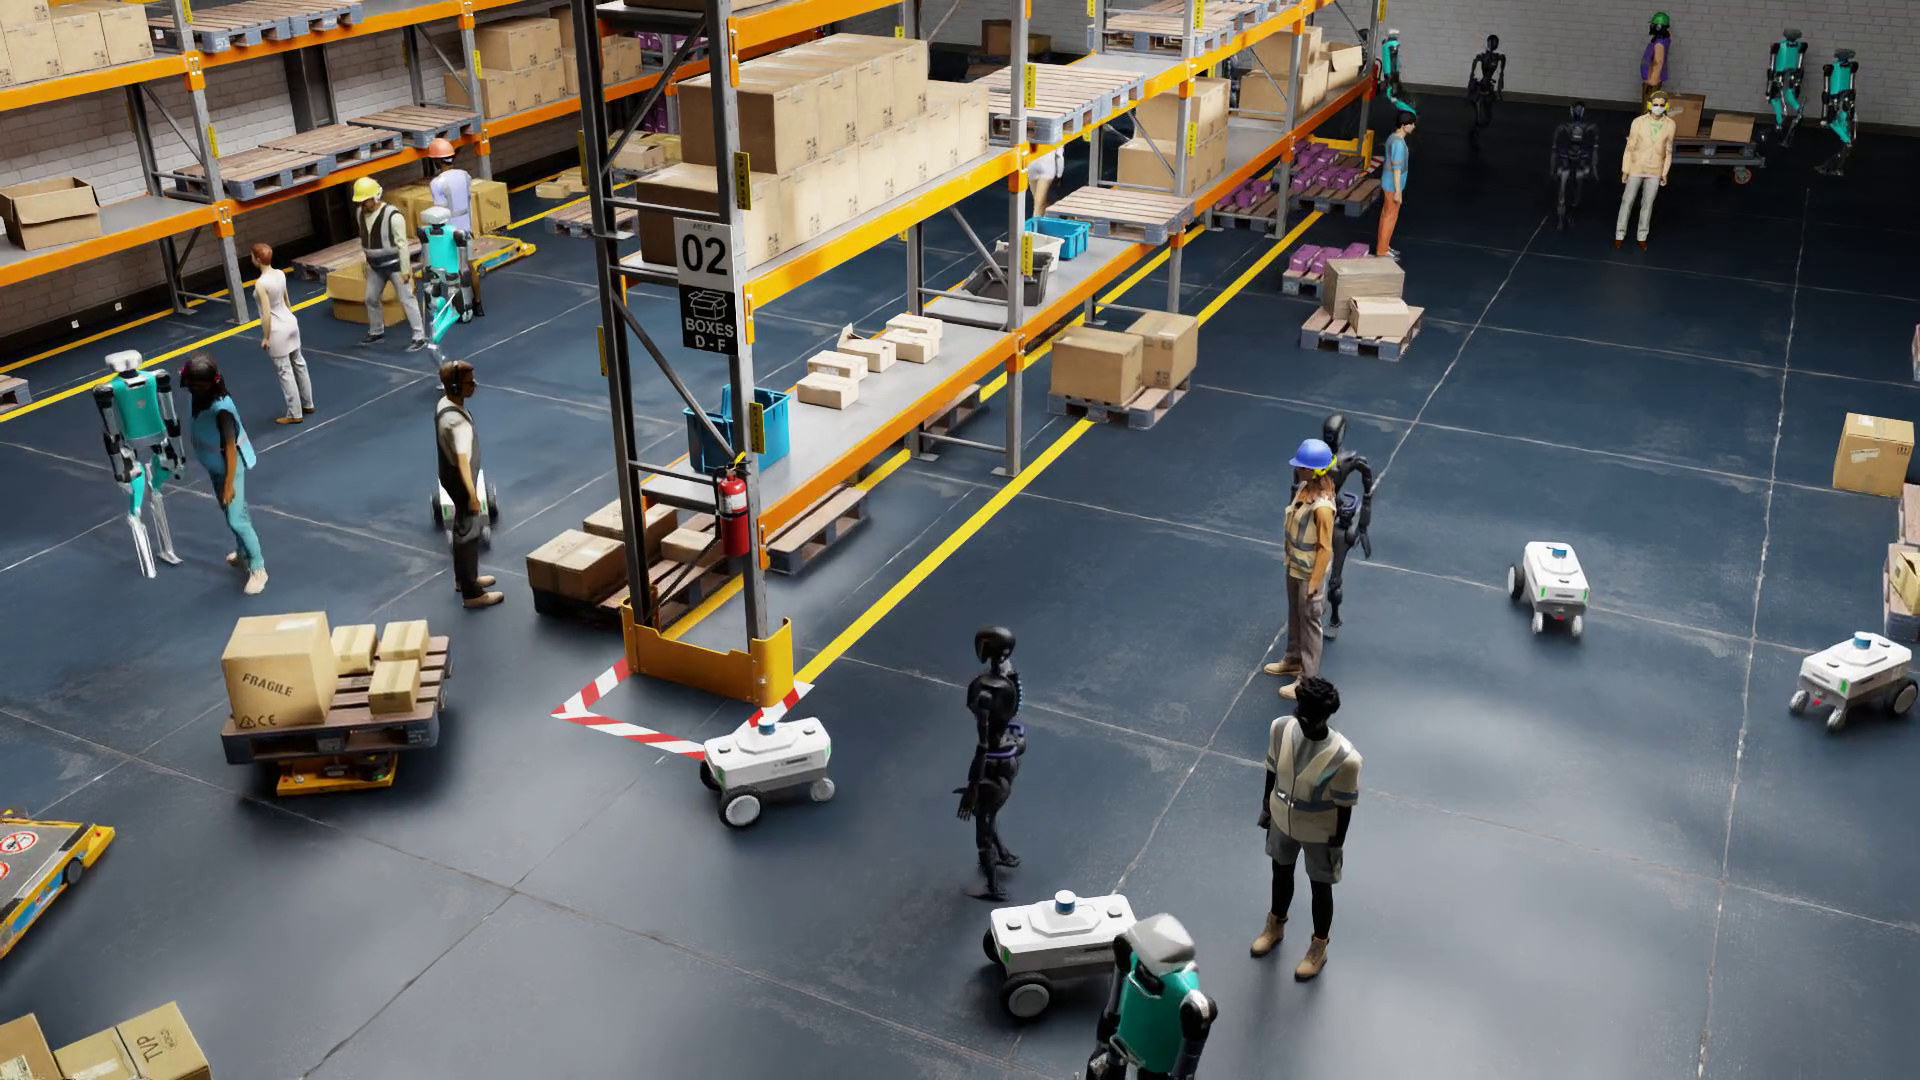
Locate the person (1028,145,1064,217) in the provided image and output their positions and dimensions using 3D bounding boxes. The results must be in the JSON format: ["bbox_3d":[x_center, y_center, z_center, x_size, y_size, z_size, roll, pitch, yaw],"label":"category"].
[{"bbox_3d":[0.976,-4.511,20.277,0.573,1.698,0.924,11,28,21],"label":"person"}]

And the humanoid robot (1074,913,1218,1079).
[{"bbox_3d":[0.467,2.322,6.459,0.959,1.780,0.569,-16,30,-29],"label":"humanoid robot"}]

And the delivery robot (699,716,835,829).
[{"bbox_3d":[-1.146,1.318,9.795,0.781,0.595,0.499,-10,28,-20],"label":"delivery robot"}]

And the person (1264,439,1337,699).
[{"bbox_3d":[2.213,0.179,10.714,0.307,1.777,0.479,-4,27,-7],"label":"person"}]

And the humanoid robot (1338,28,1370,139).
[{"bbox_3d":[5.963,-6.871,25.072,0.340,1.649,0.607,2,26,4],"label":"humanoid robot"}]

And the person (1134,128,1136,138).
[{"bbox_3d":[2.496,-4.881,20.821,0.678,1.878,0.633,11,28,20],"label":"person"}]

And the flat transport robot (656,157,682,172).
[{"bbox_3d":[-3.833,-5.085,23.050,0.659,0.231,1.431,-1,26,-2],"label":"flat transport robot"}]

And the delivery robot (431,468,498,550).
[{"bbox_3d":[-3.898,-0.302,13.072,0.499,0.600,0.802,-8,27,-16],"label":"delivery robot"}]

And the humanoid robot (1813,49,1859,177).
[{"bbox_3d":[12.154,-5.788,22.821,0.530,1.762,0.859,-8,28,-16],"label":"humanoid robot"}]

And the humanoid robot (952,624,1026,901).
[{"bbox_3d":[0.160,1.190,8.793,0.330,1.650,0.584,6,27,12],"label":"humanoid robot"}]

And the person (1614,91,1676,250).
[{"bbox_3d":[8.199,-4.427,19.914,0.549,1.877,0.413,4,27,9],"label":"person"}]

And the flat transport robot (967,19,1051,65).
[{"bbox_3d":[0.922,-8.427,29.801,1.431,0.231,0.659,21,33,36],"label":"flat transport robot"}]

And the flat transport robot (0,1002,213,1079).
[{"bbox_3d":[-3.490,2.869,6.984,1.431,0.231,0.659,-20,32,-34],"label":"flat transport robot"}]

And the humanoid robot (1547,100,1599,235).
[{"bbox_3d":[7.607,-4.617,20.576,0.622,1.646,0.653,10,28,20],"label":"humanoid robot"}]

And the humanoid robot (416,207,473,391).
[{"bbox_3d":[-4.878,-2.179,15.534,0.545,1.769,0.908,11,28,21],"label":"humanoid robot"}]

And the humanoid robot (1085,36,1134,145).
[{"bbox_3d":[2.140,-6.596,24.449,1.004,1.735,0.541,-3,26,-6],"label":"humanoid robot"}]

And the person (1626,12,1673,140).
[{"bbox_3d":[10.305,-6.854,24.751,0.409,1.932,0.531,8,27,15],"label":"person"}]

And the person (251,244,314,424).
[{"bbox_3d":[-6.127,-1.855,14.953,0.287,1.660,0.443,5,27,10],"label":"person"}]

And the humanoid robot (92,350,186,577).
[{"bbox_3d":[-6.078,-0.574,12.332,0.684,1.838,0.535,24,35,39],"label":"humanoid robot"}]

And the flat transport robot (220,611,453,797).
[{"bbox_3d":[-3.846,1.126,10.504,0.659,0.231,1.431,-4,27,-9],"label":"flat transport robot"}]

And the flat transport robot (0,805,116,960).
[{"bbox_3d":[-5.220,1.928,8.884,0.659,0.231,1.431,2,26,5],"label":"flat transport robot"}]

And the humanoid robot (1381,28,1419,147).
[{"bbox_3d":[6.516,-6.627,24.476,0.752,1.749,0.531,-1,26,-1],"label":"humanoid robot"}]

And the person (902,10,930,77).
[{"bbox_3d":[-0.727,-7.323,25.888,0.530,1.792,0.764,-3,26,-6],"label":"person"}]

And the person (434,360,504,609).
[{"bbox_3d":[-3.514,-0.400,11.827,0.351,1.836,0.502,-10,28,-20],"label":"person"}]

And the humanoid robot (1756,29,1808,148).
[{"bbox_3d":[12.127,-6.537,24.350,0.543,1.735,1.032,-2,26,-3],"label":"humanoid robot"}]

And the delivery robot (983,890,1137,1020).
[{"bbox_3d":[0.516,2.024,8.351,0.774,0.581,0.499,-5,27,-9],"label":"delivery robot"}]

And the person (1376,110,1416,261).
[{"bbox_3d":[5.101,-4.146,19.477,0.341,1.758,0.507,3,26,6],"label":"person"}]

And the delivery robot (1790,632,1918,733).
[{"bbox_3d":[5.758,0.877,10.704,0.815,0.612,0.499,-14,30,-26],"label":"delivery robot"}]

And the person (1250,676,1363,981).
[{"bbox_3d":[1.722,1.417,8.311,0.319,1.692,0.534,-24,35,-39],"label":"person"}]

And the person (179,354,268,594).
[{"bbox_3d":[-5.372,-0.528,12.086,0.388,1.848,0.706,-23,34,-38],"label":"person"}]

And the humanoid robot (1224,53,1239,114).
[{"bbox_3d":[4.051,-6.695,24.790,0.781,1.640,0.608,5,27,10],"label":"humanoid robot"}]

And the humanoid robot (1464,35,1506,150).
[{"bbox_3d":[7.740,-6.667,24.672,0.610,1.635,0.595,-6,27,-13],"label":"humanoid robot"}]

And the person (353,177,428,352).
[{"bbox_3d":[-5.750,-2.749,16.609,0.637,1.803,0.458,12,29,23],"label":"person"}]

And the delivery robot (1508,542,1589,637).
[{"bbox_3d":[4.227,0.295,11.842,0.499,0.579,0.753,4,27,7],"label":"delivery robot"}]

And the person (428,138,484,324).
[{"bbox_3d":[-5.318,-3.237,17.440,0.361,1.933,0.552,11,28,21],"label":"person"}]

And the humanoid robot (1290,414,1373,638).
[{"bbox_3d":[2.563,-0.128,11.455,0.591,1.637,0.430,11,28,21],"label":"humanoid robot"}]

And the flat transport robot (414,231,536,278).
[{"bbox_3d":[-5.659,-3.303,19.450,0.659,0.231,1.431,10,28,20],"label":"flat transport robot"}]
